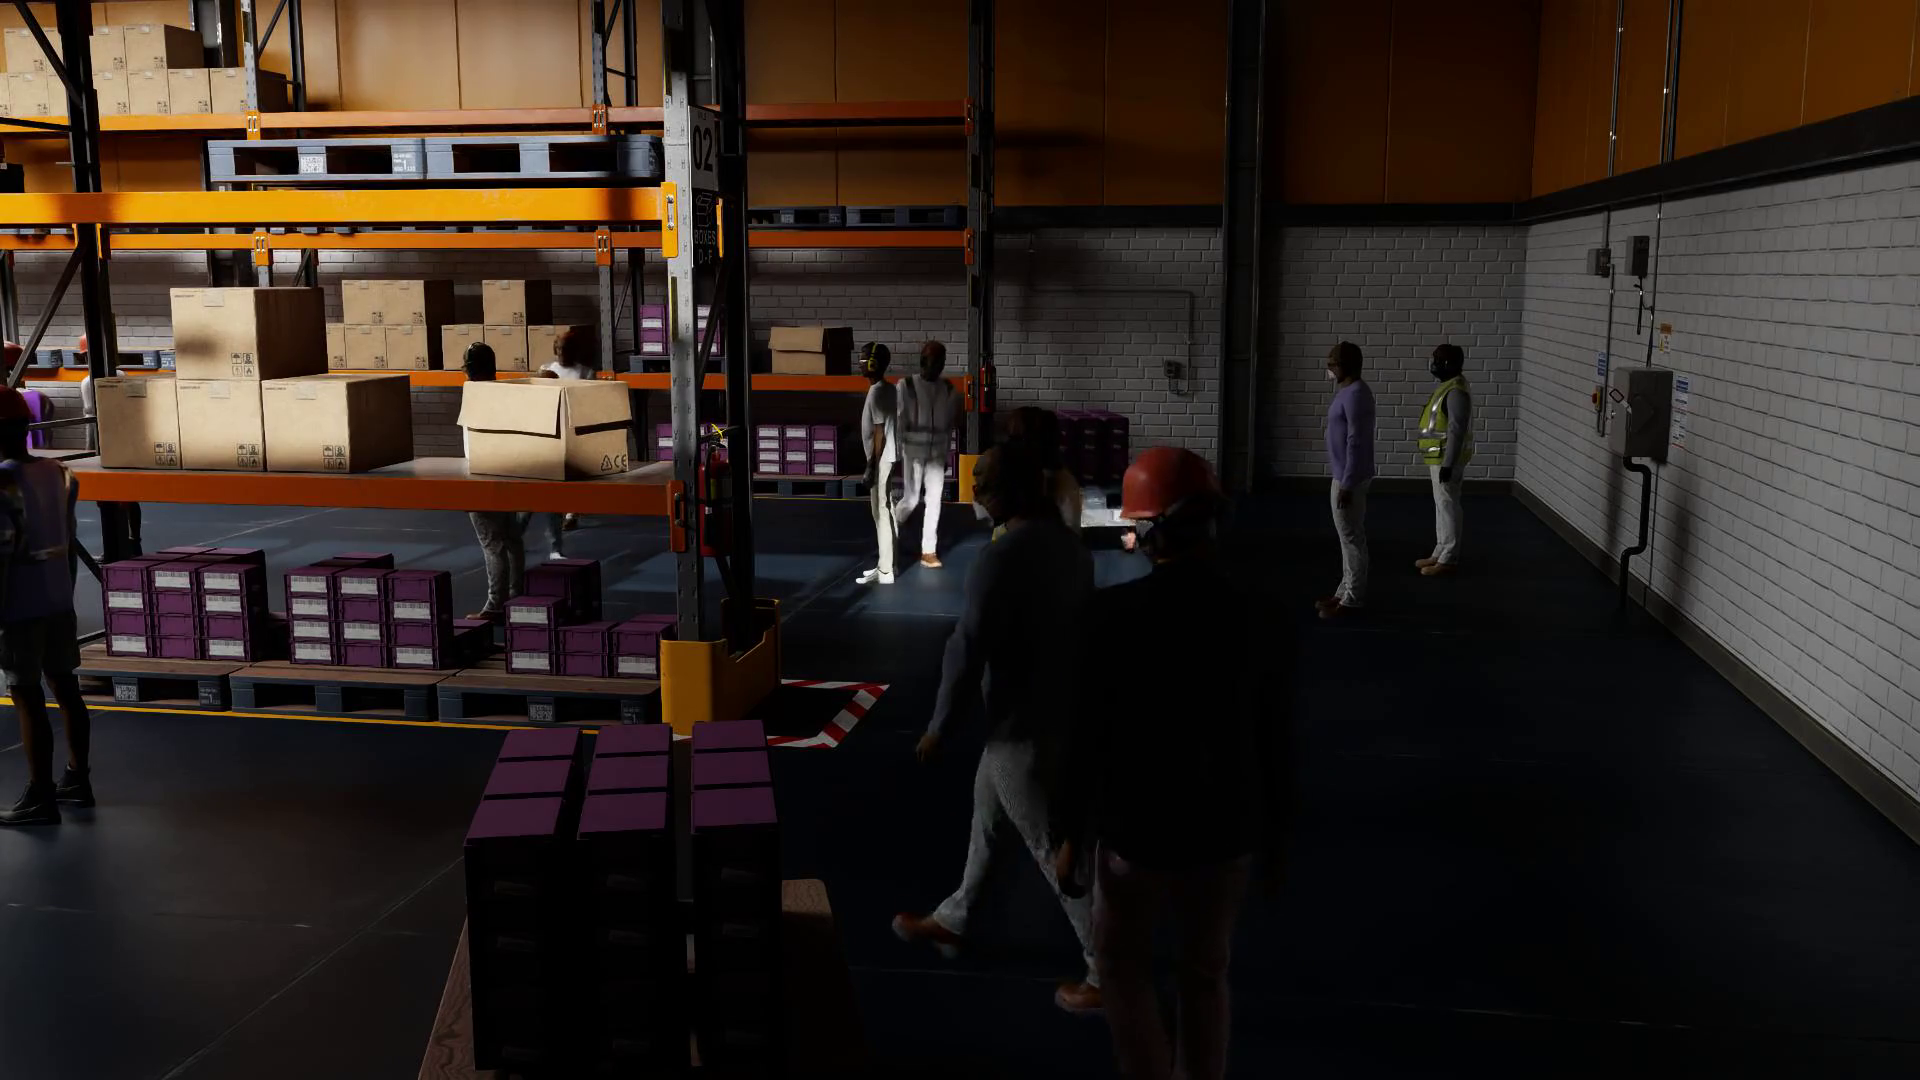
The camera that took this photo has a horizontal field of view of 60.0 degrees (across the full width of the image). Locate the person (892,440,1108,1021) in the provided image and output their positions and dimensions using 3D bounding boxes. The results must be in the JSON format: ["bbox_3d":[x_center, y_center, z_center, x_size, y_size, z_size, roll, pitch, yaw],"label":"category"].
[{"bbox_3d":[0.203,0.605,5.492,1.021,1.878,0.616,5,10,27],"label":"person"}]

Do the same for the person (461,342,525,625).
[{"bbox_3d":[-3.209,-0.379,11.373,0.370,1.934,0.627,2,9,10],"label":"person"}]

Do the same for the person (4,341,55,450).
[{"bbox_3d":[-6.465,-0.393,11.437,0.362,1.939,0.543,2,9,10],"label":"person"}]

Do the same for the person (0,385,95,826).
[{"bbox_3d":[-4.088,0.286,7.263,0.374,1.928,0.543,2,9,10],"label":"person"}]

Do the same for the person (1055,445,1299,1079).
[{"bbox_3d":[0.572,0.745,4.271,0.650,1.967,0.542,-1,9,-9],"label":"person"}]

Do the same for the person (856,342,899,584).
[{"bbox_3d":[-0.642,-0.591,12.878,0.327,1.874,0.520,2,9,10],"label":"person"}]

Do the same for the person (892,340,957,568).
[{"bbox_3d":[-0.334,-0.723,13.730,0.608,1.859,0.699,-5,10,-27],"label":"person"}]

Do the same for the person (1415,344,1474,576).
[{"bbox_3d":[3.856,-0.637,13.250,0.429,1.845,0.620,2,9,10],"label":"person"}]

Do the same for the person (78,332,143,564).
[{"bbox_3d":[-7.048,-0.758,13.742,0.374,1.928,0.543,2,9,10],"label":"person"}]

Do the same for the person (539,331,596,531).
[{"bbox_3d":[-3.667,-1.036,15.665,0.593,1.865,0.678,2,9,13],"label":"person"}]

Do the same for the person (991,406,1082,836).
[{"bbox_3d":[0.310,0.346,7.153,0.429,1.845,0.620,2,9,10],"label":"person"}]

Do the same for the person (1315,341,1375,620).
[{"bbox_3d":[2.691,-0.408,11.549,0.370,1.934,0.627,2,9,10],"label":"person"}]

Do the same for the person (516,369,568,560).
[{"bbox_3d":[-3.509,-0.625,13.898,0.509,1.611,0.634,-8,12,-41],"label":"person"}]
